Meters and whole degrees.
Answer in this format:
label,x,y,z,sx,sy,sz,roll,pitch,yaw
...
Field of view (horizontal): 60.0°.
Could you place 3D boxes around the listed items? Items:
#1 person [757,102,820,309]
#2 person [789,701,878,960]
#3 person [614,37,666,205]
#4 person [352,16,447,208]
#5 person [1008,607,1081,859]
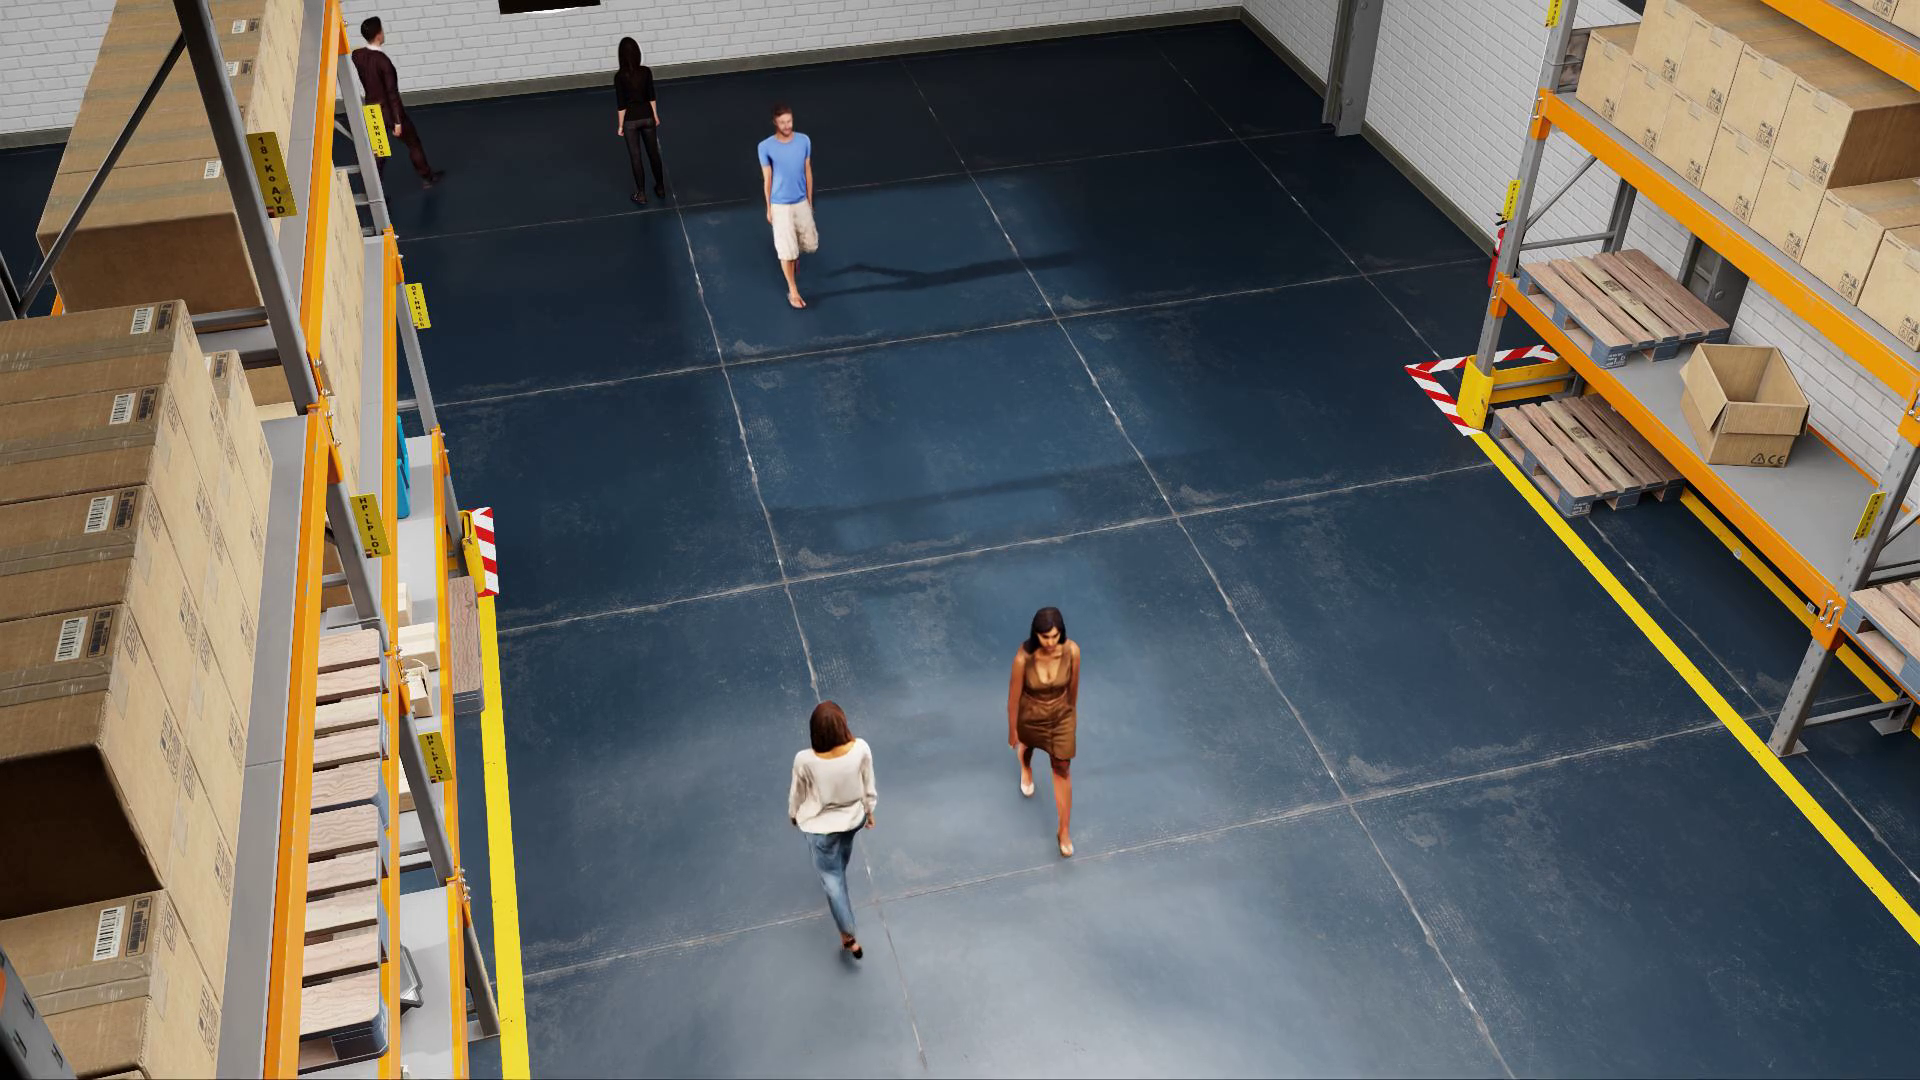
label,x,y,z,sx,sy,sz,roll,pitch,yaw
person,-1.536,-2.998,14.657,0.722,1.847,0.976,-15,41,-18
person,-0.668,1.588,9.076,0.664,1.645,1.050,-12,40,-14
person,-3.127,-4.079,16.175,0.648,1.641,0.617,-23,44,-26
person,-5.593,-4.070,16.019,1.147,1.821,1.277,16,41,19
person,0.470,0.988,9.825,0.660,1.648,1.068,-6,39,-8
